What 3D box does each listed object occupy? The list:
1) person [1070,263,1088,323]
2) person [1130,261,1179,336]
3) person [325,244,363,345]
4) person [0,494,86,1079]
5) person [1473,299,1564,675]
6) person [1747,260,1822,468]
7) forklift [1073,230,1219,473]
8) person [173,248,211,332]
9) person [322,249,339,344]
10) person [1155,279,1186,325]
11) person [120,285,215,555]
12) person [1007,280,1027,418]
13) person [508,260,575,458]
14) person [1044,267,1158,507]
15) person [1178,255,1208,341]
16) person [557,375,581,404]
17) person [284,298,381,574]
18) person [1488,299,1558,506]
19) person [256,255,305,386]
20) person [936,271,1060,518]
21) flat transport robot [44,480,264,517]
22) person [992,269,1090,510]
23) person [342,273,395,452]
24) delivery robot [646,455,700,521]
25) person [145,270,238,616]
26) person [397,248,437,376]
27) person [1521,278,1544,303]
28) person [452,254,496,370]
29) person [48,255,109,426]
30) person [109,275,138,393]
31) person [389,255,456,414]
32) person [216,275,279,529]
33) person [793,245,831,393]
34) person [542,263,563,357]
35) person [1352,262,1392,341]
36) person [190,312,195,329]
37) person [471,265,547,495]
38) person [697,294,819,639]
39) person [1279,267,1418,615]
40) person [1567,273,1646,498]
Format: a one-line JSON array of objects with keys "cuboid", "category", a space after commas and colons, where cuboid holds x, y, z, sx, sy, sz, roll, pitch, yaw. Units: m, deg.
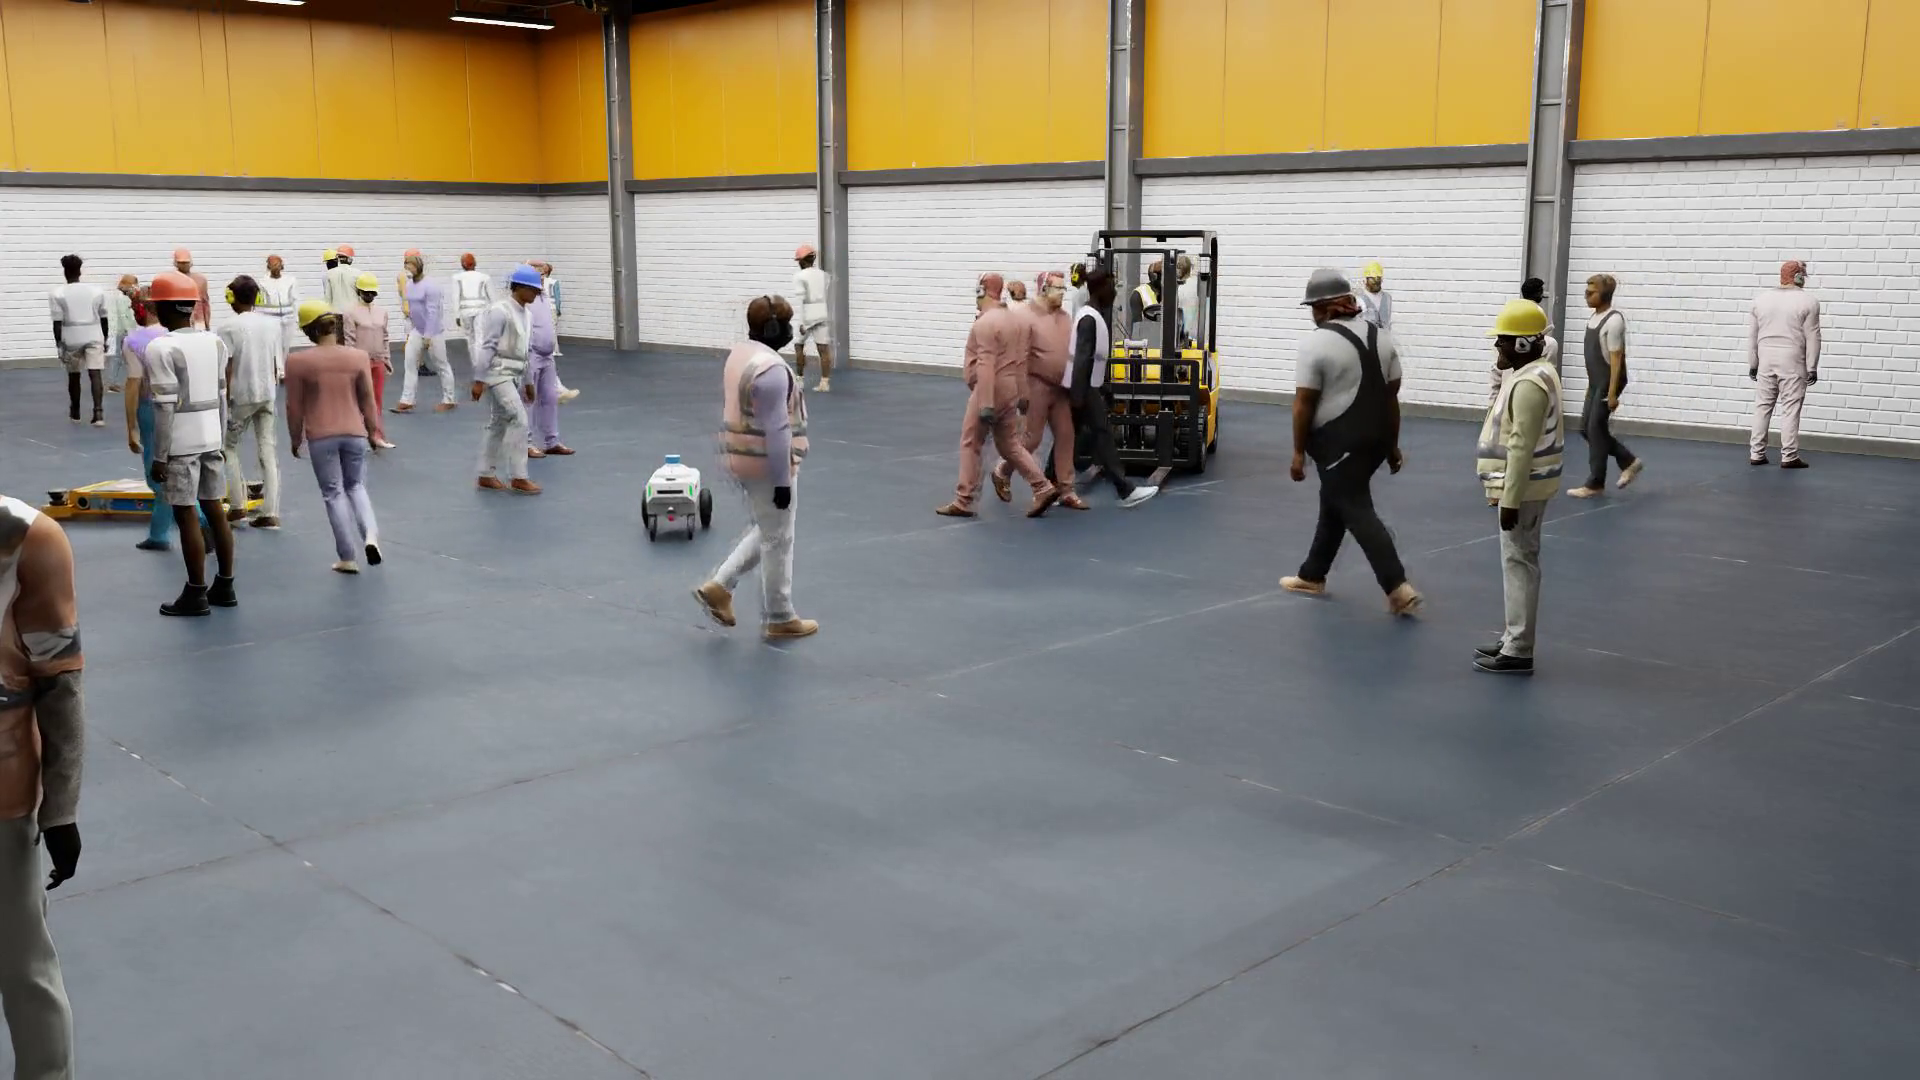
[{"cuboid": [1.476, -2.372, 19.744, 1.008, 1.811, 0.493, 8, 13, 38], "category": "person"}, {"cuboid": [2.207, -2.195, 18.651, 0.631, 1.845, 0.429, -5, 12, -27], "category": "person"}, {"cuboid": [-9.199, -3.438, 25.013, 0.619, 1.992, 0.396, 1, 10, 5], "category": "person"}, {"cuboid": [-2.156, 0.538, 3.522, 0.588, 1.927, 0.366, -1, 10, -6], "category": "person"}, {"cuboid": [2.726, -0.256, 8.132, 0.403, 1.826, 0.592, 4, 11, 22], "category": "person"}, {"cuboid": [7.600, -1.614, 15.327, 0.402, 1.901, 0.651, -8, 13, -36], "category": "person"}, {"cuboid": [1.804, -1.825, 15.677, 1.214, 2.155, 2.313, 2, 11, 13], "category": "forklift"}, {"cuboid": [-10.411, -2.941, 22.438, 0.642, 1.938, 1.018, -7, 13, -35], "category": "person"}, {"cuboid": [-9.551, -3.492, 25.497, 0.366, 1.926, 0.587, 3, 11, 18], "category": "person"}, {"cuboid": [2.227, -1.926, 17.634, 0.540, 1.681, 0.571, -10, 14, -44], "category": "person"}, {"cuboid": [-5.272, -0.789, 11.084, 0.800, 1.812, 0.582, 3, 11, 17], "category": "person"}, {"cuboid": [0.691, -2.184, 19.213, 0.524, 1.623, 0.642, -7, 12, -33], "category": "person"}, {"cuboid": [-4.005, -1.722, 15.969, 0.595, 1.899, 0.685, 4, 11, 20], "category": "person"}, {"cuboid": [1.081, -1.179, 13.015, 1.001, 1.868, 0.614, 1, 10, 6], "category": "person"}, {"cuboid": [2.588, -2.335, 19.257, 0.832, 1.897, 0.641, 1, 10, 4], "category": "person"}, {"cuboid": [-5.309, -2.578, 20.898, 0.975, 1.788, 0.627, -5, 12, -27], "category": "person"}, {"cuboid": [-3.954, -0.648, 10.490, 0.530, 1.744, 0.409, -8, 13, -39], "category": "person"}, {"cuboid": [4.404, -1.066, 13.058, 0.500, 1.636, 0.281, 4, 11, 21], "category": "person"}, {"cuboid": [-9.640, -3.109, 23.625, 0.594, 1.834, 0.961, -6, 12, -31], "category": "person"}, {"cuboid": [0.301, -1.087, 12.562, 0.888, 1.872, 0.665, 4, 11, 22], "category": "person"}, {"cuboid": [-6.136, -0.323, 12.733, 1.431, 0.197, 0.652, 1, 10, 4], "category": "flat transport robot"}, {"cuboid": [0.651, -1.186, 13.092, 0.667, 1.876, 0.827, -9, 14, -40], "category": "person"}, {"cuboid": [-5.863, -1.762, 16.531, 0.337, 1.759, 0.524, 7, 12, 32], "category": "person"}, {"cuboid": [-2.056, -0.369, 11.954, 0.477, 0.478, 0.707, -1, 10, -5], "category": "delivery robot"}, {"cuboid": [-4.354, -0.539, 9.363, 0.357, 1.937, 0.551, 3, 11, 15], "category": "person"}, {"cuboid": [-8.268, -3.456, 25.270, 0.544, 1.939, 0.354, 6, 12, 28], "category": "person"}, {"cuboid": [5.962, -1.913, 17.548, 0.320, 1.690, 0.532, 3, 11, 17], "category": "person"}, {"cuboid": [-7.426, -3.455, 25.517, 0.626, 1.837, 0.931, -2, 11, -10], "category": "person"}, {"cuboid": [-9.892, -2.240, 18.721, 0.609, 1.917, 1.003, -7, 13, -34], "category": "person"}, {"cuboid": [-11.214, -2.787, 22.575, 0.855, 1.591, 0.518, 1, 10, 4], "category": "person"}, {"cuboid": [-6.450, -2.438, 19.846, 0.635, 1.890, 0.925, 7, 12, 33], "category": "person"}, {"cuboid": [-5.225, -1.001, 12.142, 0.660, 1.840, 0.517, 8, 13, 37], "category": "person"}, {"cuboid": [-2.062, -3.008, 22.668, 0.621, 1.998, 0.852, -9, 13, -39], "category": "person"}, {"cuboid": [-7.277, -4.047, 29.300, 0.515, 1.642, 0.314, 2, 11, 13], "category": "person"}, {"cuboid": [4.644, -2.225, 18.840, 0.589, 1.834, 0.403, -4, 11, -19], "category": "person"}, {"cuboid": [-9.019, -2.177, 19.103, 0.312, 1.642, 0.512, 9, 14, 41], "category": "person"}, {"cuboid": [-3.703, -1.310, 13.726, 0.806, 1.882, 0.635, 1, 10, 7], "category": "person"}, {"cuboid": [-1.048, -0.369, 8.728, 0.533, 1.830, 0.646, -5, 11, -24], "category": "person"}, {"cuboid": [2.264, -0.614, 9.491, 0.691, 2.000, 1.052, -8, 13, -37], "category": "person"}, {"cuboid": [5.278, -1.239, 13.465, 0.561, 1.835, 0.550, 0, 10, 3], "category": "person"}]
